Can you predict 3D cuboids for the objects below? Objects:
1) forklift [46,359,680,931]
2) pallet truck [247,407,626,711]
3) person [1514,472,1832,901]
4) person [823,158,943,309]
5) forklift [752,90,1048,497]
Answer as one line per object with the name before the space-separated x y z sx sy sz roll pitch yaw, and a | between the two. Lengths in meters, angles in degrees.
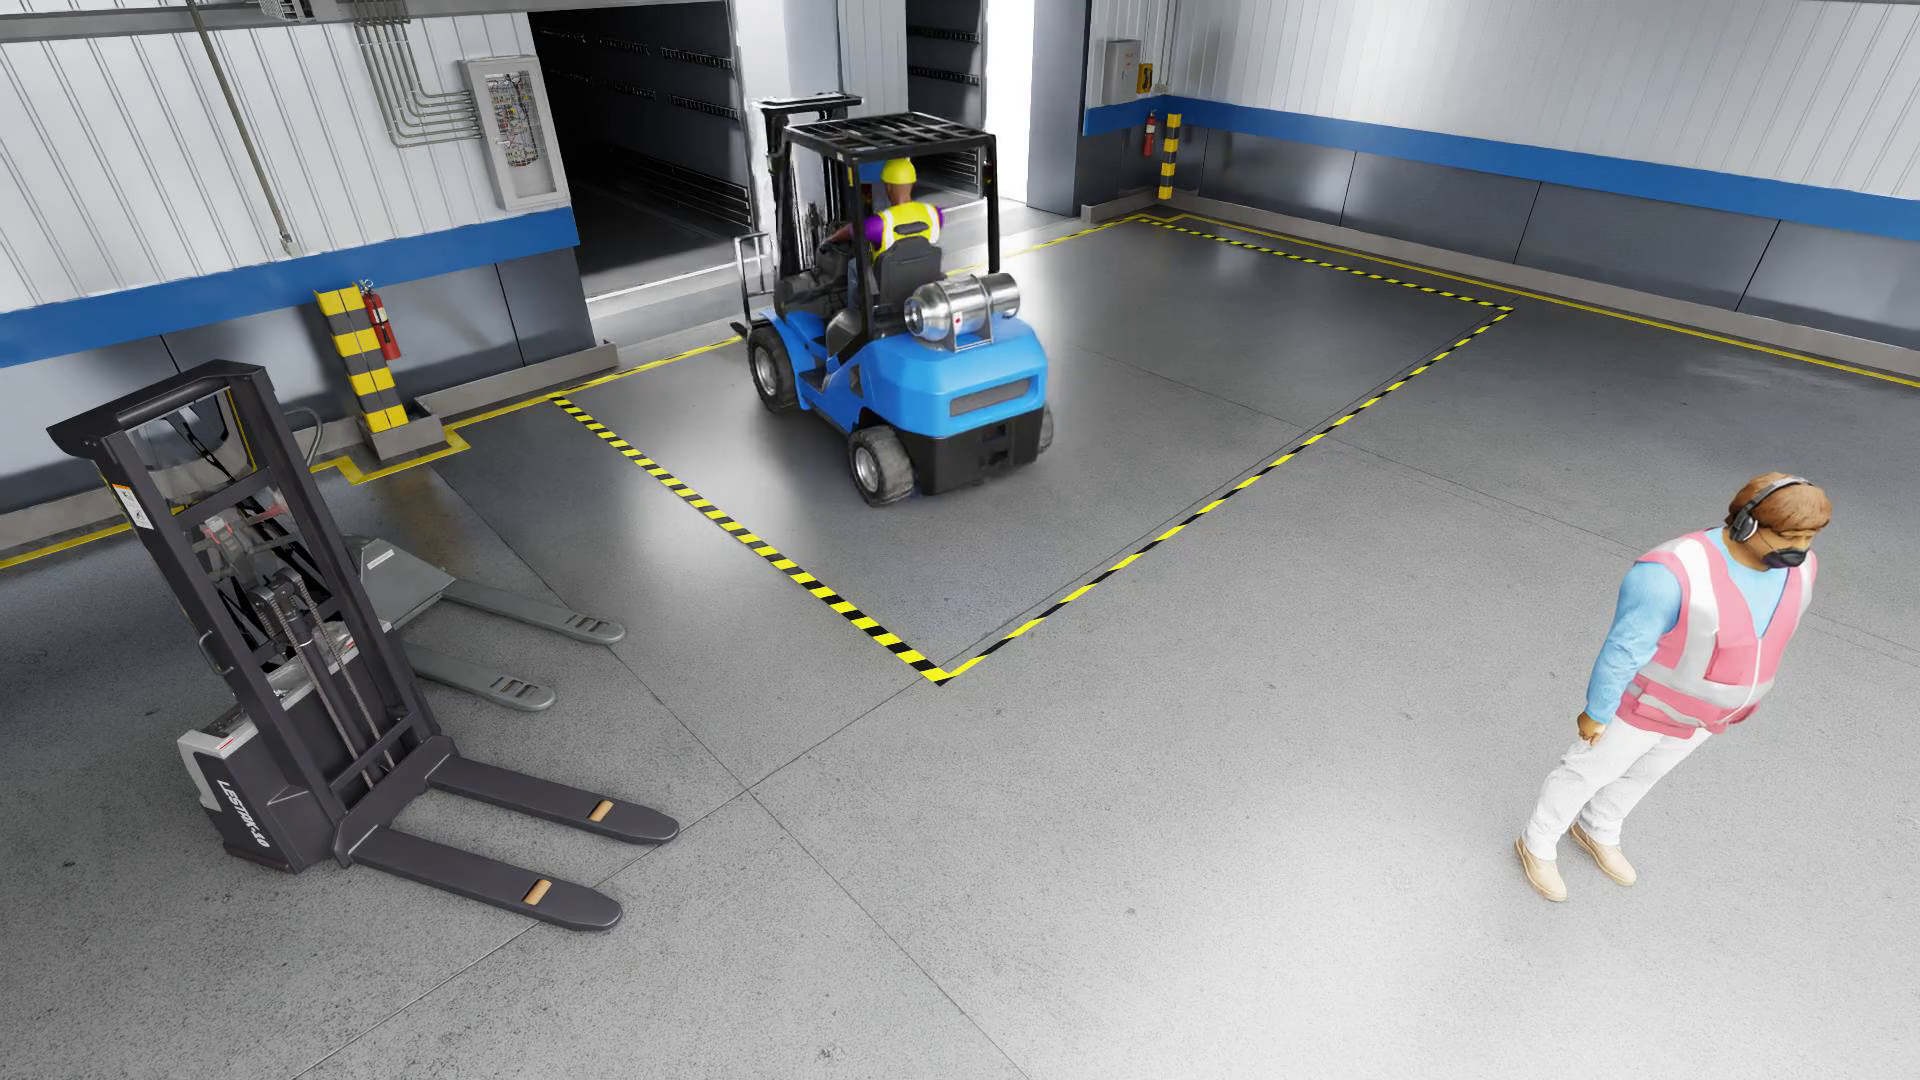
forklift | -2.135 0.422 3.354 1.885 1.965 0.823 10 35 14
pallet truck | -2.628 0.038 4.590 1.601 1.201 0.680 12 36 18
person | 2.515 0.576 3.263 0.635 1.841 0.429 -6 35 -9
person | -0.547 -1.990 6.252 0.635 1.293 1.004 -20 39 -27
forklift | -0.521 -1.805 6.312 1.157 2.036 2.680 -20 39 -27
